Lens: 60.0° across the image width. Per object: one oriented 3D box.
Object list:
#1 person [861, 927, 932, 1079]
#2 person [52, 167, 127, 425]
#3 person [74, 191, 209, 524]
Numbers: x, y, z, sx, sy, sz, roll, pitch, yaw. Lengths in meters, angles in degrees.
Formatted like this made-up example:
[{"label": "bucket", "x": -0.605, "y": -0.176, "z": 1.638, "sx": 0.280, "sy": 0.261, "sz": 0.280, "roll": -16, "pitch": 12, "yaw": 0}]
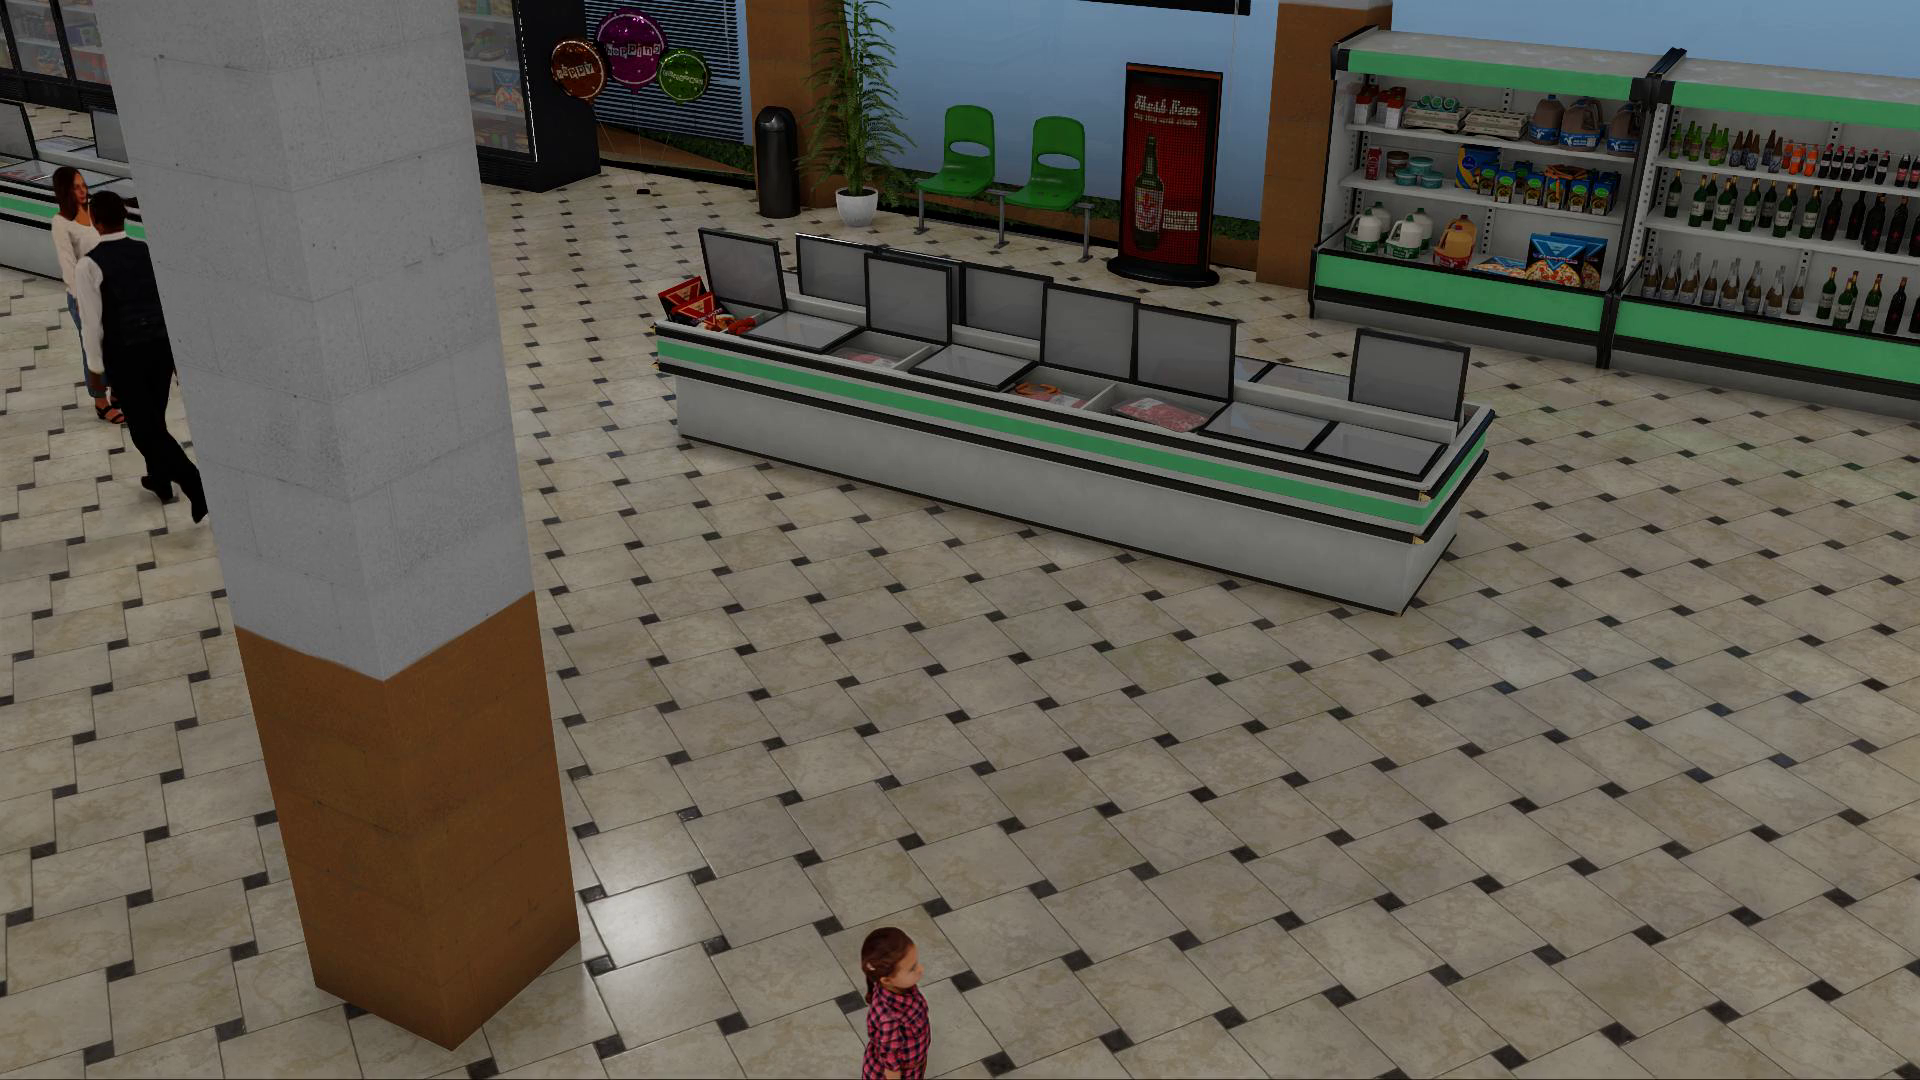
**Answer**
[{"label": "person", "x": -0.205, "y": 1.629, "z": 5.219, "sx": 0.530, "sy": 1.022, "sz": 0.492, "roll": 2, "pitch": 27, "yaw": 4}, {"label": "person", "x": -5.676, "y": -1.614, "z": 10.885, "sx": 0.671, "sy": 1.682, "sz": 0.695, "roll": 3, "pitch": 27, "yaw": 7}, {"label": "person", "x": -4.619, "y": -0.995, "z": 9.437, "sx": 1.191, "sy": 1.888, "sz": 0.724, "roll": 17, "pitch": 31, "yaw": 29}]
